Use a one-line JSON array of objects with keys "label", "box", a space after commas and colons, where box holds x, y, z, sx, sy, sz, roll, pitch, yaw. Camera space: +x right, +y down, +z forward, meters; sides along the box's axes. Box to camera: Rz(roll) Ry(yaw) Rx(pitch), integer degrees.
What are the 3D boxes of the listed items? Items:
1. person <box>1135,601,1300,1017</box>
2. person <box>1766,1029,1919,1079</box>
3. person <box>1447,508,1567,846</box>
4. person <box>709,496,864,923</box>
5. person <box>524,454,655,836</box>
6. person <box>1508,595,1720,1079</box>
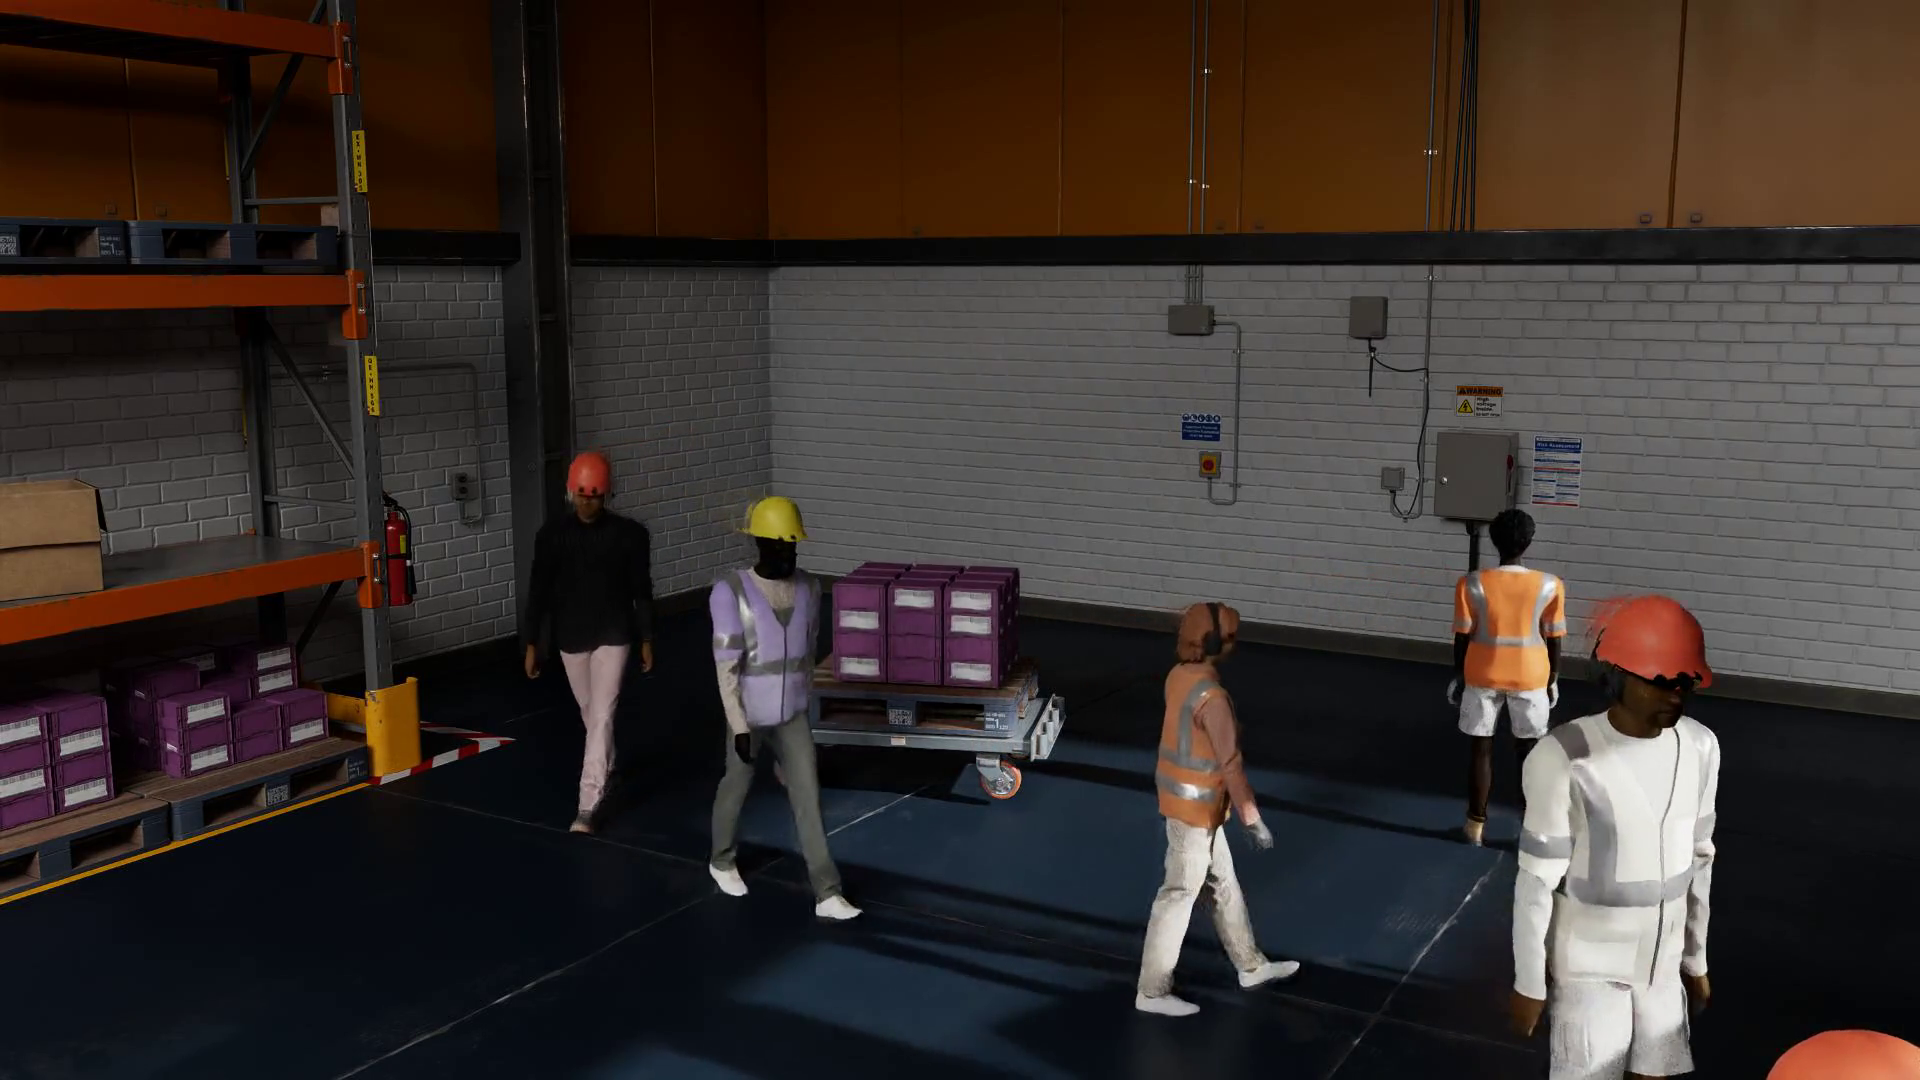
[{"label": "person", "box": [1.009, 1.036, 6.323, 0.726, 1.610, 0.520, -1, 9, -4]}, {"label": "person", "box": [1.067, 1.540, 2.160, 0.546, 1.928, 0.385, -9, 12, -43]}, {"label": "person", "box": [2.693, 0.688, 8.200, 0.540, 1.695, 0.316, 2, 9, 14]}, {"label": "person", "box": [-0.833, 0.737, 7.358, 0.593, 1.874, 1.006, -7, 11, -37]}, {"label": "person", "box": [-1.936, 0.503, 8.664, 0.650, 1.925, 1.085, 0, 9, 3]}, {"label": "person", "box": [1.764, 1.113, 4.580, 0.627, 2.017, 0.678, -3, 10, -20]}]
